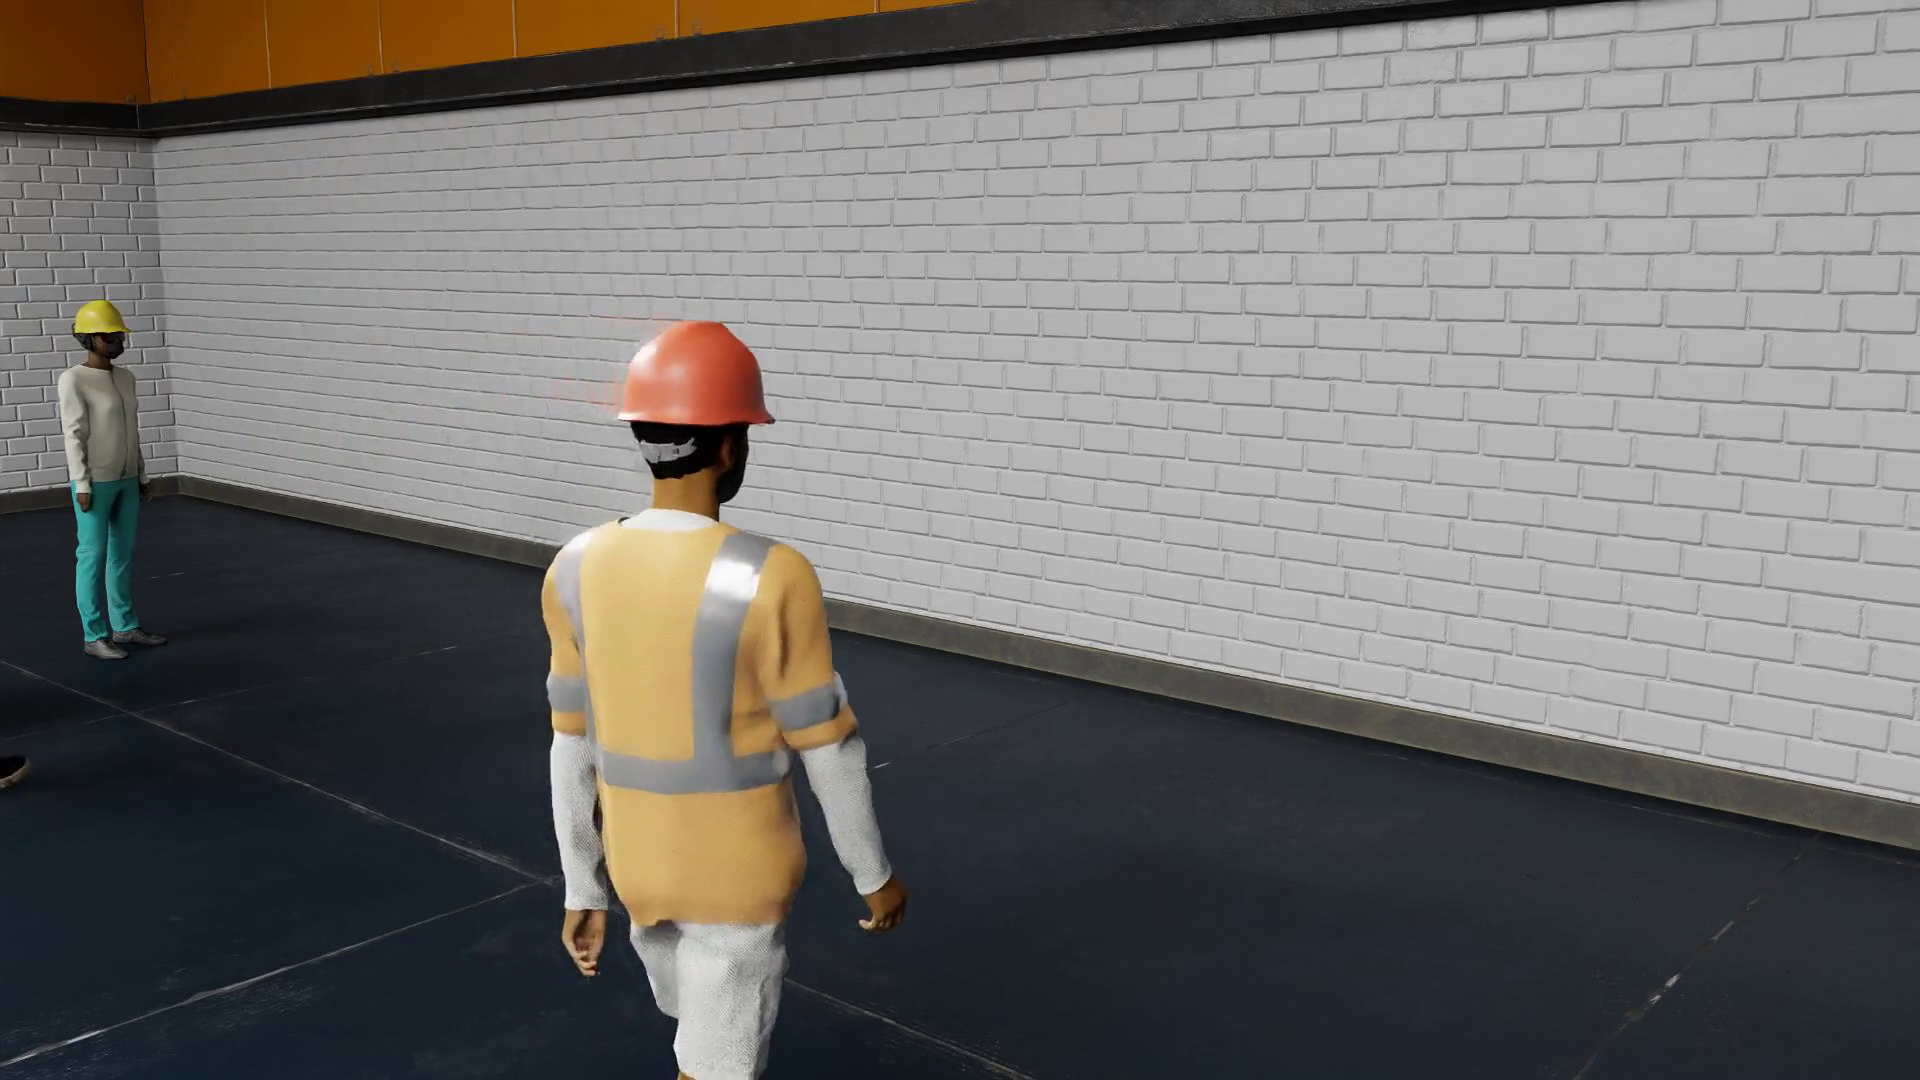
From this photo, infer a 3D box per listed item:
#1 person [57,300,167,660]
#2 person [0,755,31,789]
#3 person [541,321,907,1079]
[{"bbox_3d":[-4.222,-0.301,8.274,0.316,1.769,0.523,2,10,9],"label":"person"},{"bbox_3d":[-3.858,0.019,5.955,0.626,1.929,0.872,6,12,32],"label":"person"},{"bbox_3d":[-0.402,0.562,3.004,0.554,1.895,0.854,6,12,32],"label":"person"}]
